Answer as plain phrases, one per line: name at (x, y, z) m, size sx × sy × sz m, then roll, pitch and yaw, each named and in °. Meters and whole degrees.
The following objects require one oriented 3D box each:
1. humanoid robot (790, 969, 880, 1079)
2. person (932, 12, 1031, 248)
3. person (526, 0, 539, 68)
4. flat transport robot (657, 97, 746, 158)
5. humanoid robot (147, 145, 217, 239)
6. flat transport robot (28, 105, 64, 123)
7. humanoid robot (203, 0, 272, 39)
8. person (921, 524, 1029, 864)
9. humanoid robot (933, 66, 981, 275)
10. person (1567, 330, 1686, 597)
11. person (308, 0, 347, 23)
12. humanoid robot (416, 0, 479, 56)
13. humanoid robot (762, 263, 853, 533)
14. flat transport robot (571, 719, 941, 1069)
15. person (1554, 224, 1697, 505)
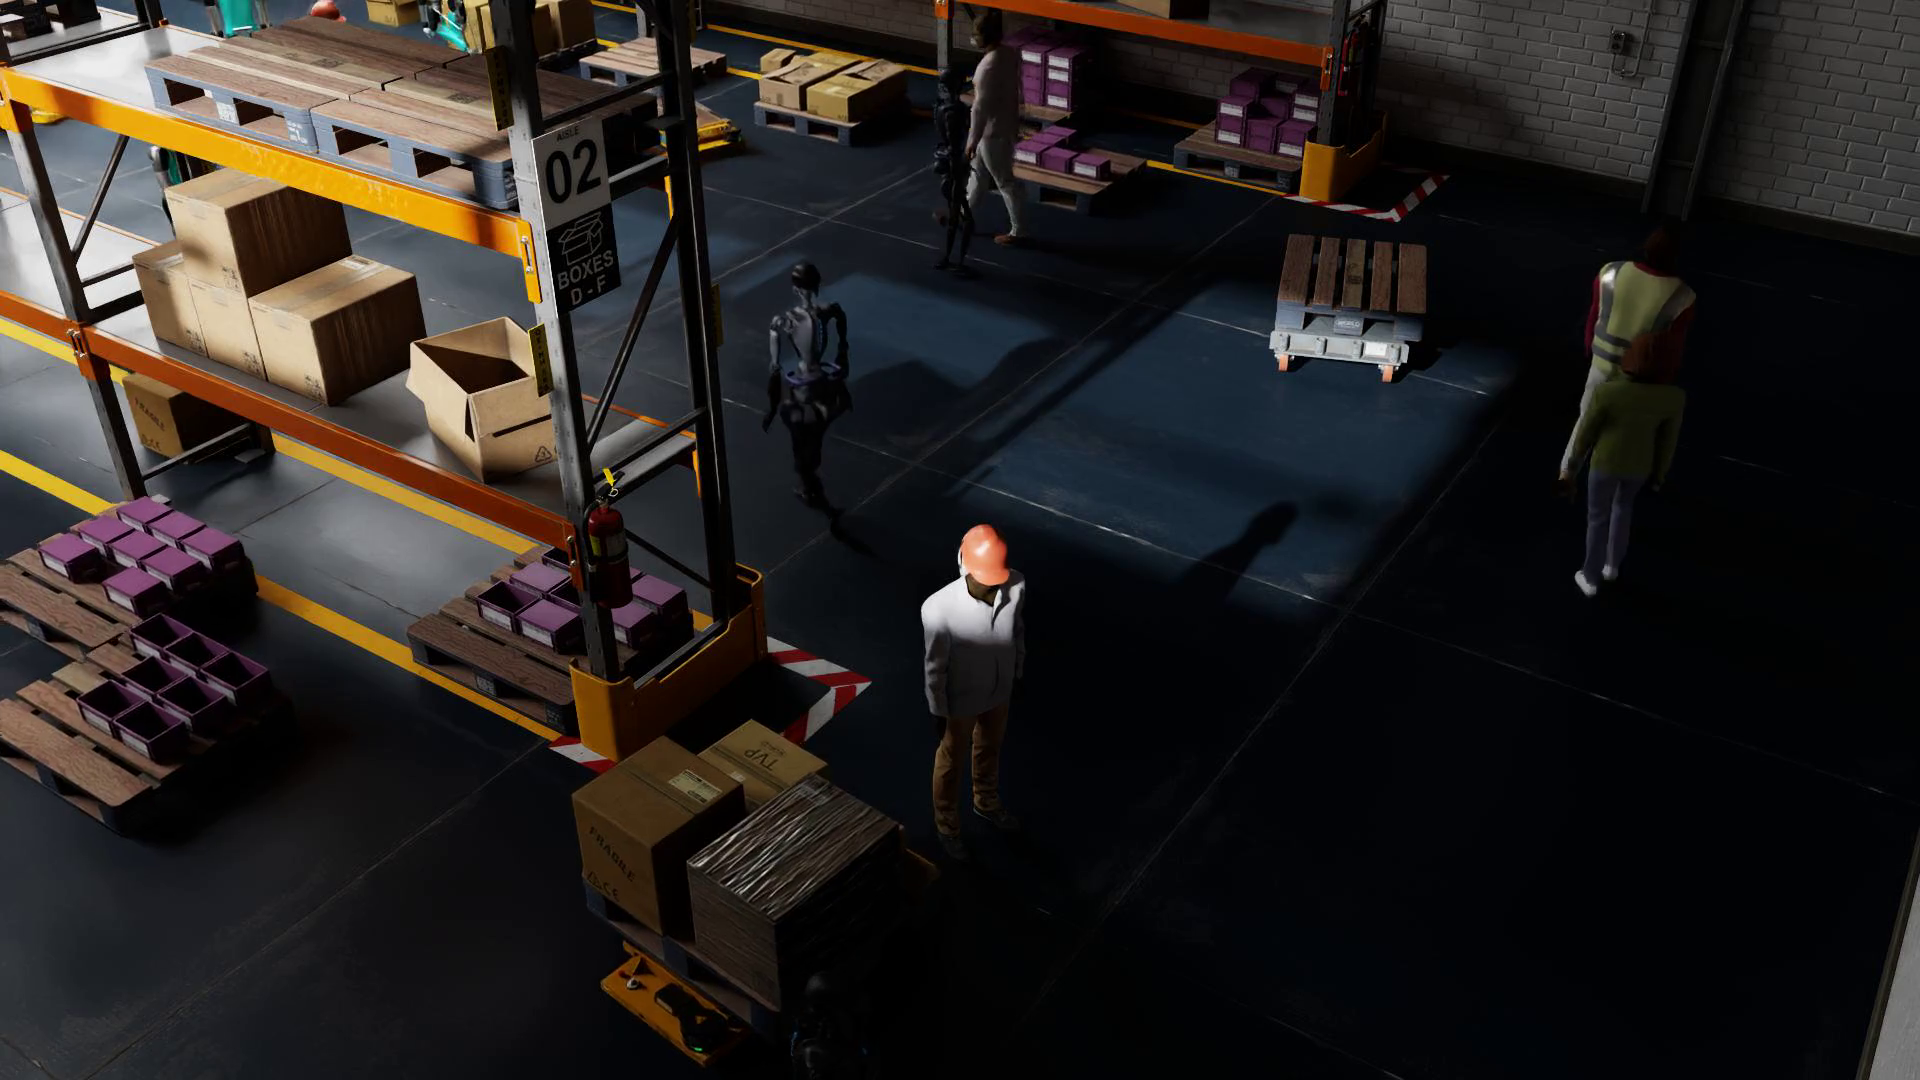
humanoid robot at (-0.376, 2.027, 5.483) m, size 0.470 × 1.660 × 0.611 m, roll 8°, pitch 34°, yaw 11°
person at (0.159, -3.307, 13.456) m, size 0.987 × 1.893 × 0.648 m, roll 9°, pitch 34°, yaw 14°
person at (-3.956, -4.282, 14.927) m, size 0.436 × 1.942 × 0.487 m, roll 4°, pitch 33°, yaw 6°
flat transport robot at (-2.698, -3.991, 16.007) m, size 0.659 × 0.231 × 1.431 m, roll -21°, pitch 39°, yaw -29°
humanoid robot at (-5.192, -2.072, 11.824) m, size 0.711 × 1.911 × 0.565 m, roll 12°, pitch 35°, yaw 18°
flat transport robot at (-9.550, -4.400, 16.635) m, size 1.431 × 0.231 × 0.659 m, roll 6°, pitch 34°, yaw 9°
humanoid robot at (-6.389, -4.297, 15.009) m, size 0.533 × 1.677 × 0.735 m, roll -16°, pitch 36°, yaw -23°
person at (0.091, 0.675, 7.481) m, size 0.560 × 1.744 × 0.335 m, roll -23°, pitch 40°, yaw -31°
humanoid robot at (-0.001, -2.893, 13.027) m, size 0.408 × 1.656 × 0.602 m, roll 1°, pitch 33°, yaw 2°
person at (3.670, -0.433, 9.295) m, size 0.501 × 1.623 × 0.422 m, roll 2°, pitch 33°, yaw 3°
person at (-5.219, -3.770, 14.319) m, size 0.708 × 1.727 × 0.588 m, roll -4°, pitch 33°, yaw -6°
humanoid robot at (-4.970, -5.130, 16.451) m, size 1.022 × 1.761 × 0.536 m, roll 23°, pitch 40°, yaw 31°
humanoid robot at (-0.862, -0.849, 9.914) m, size 0.606 × 1.636 × 0.639 m, roll -24°, pitch 40°, yaw -32°
flat transport robot at (-0.814, 1.669, 7.307) m, size 0.659 × 0.231 × 1.431 m, roll 25°, pitch 40°, yaw 33°
person at (4.023, -1.040, 10.054) m, size 0.614 × 1.793 × 0.839 m, roll 22°, pitch 39°, yaw 30°
